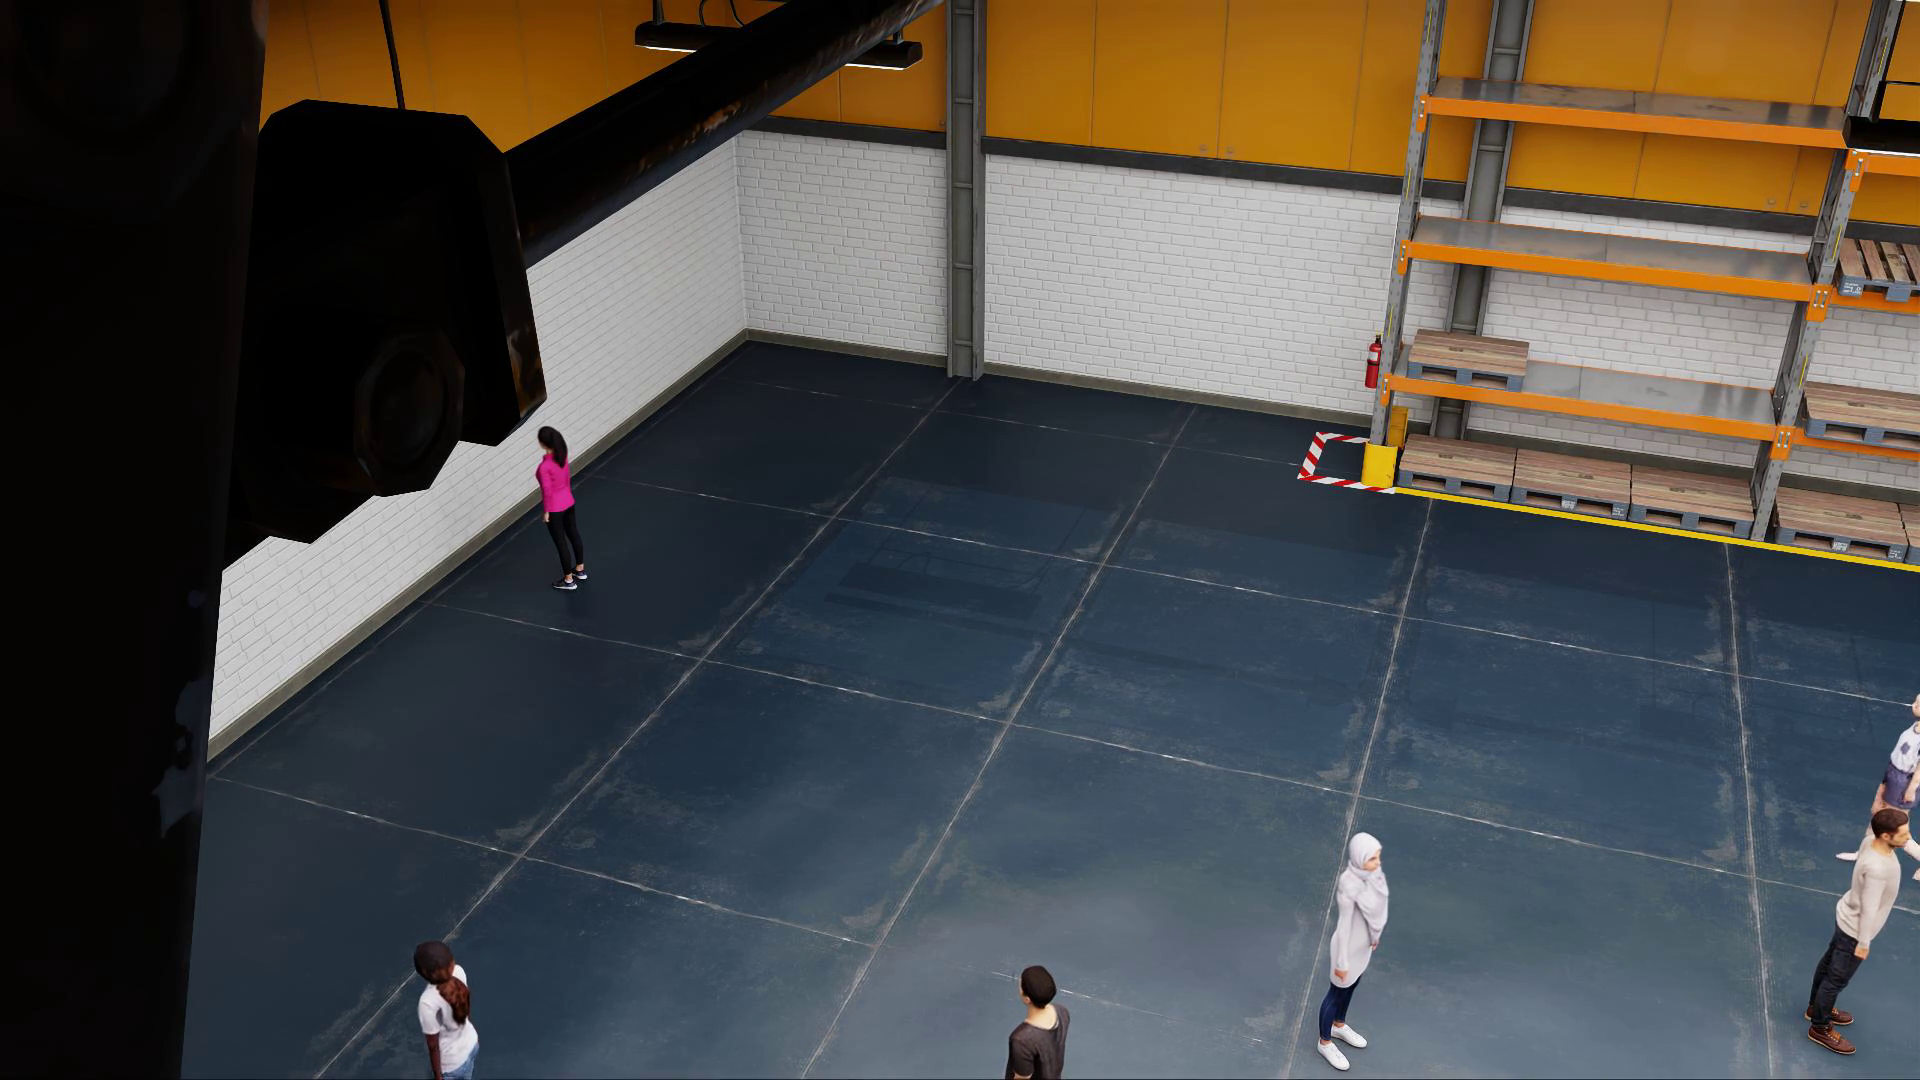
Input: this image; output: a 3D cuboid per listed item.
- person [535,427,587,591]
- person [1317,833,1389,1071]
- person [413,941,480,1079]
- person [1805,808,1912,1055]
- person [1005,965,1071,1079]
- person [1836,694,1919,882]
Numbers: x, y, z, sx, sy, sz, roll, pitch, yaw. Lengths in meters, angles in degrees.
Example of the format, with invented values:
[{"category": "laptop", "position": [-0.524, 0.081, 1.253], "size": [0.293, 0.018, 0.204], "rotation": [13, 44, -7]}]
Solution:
[{"category": "person", "position": [-3.909, -0.326, 16.251], "size": [0.554, 1.699, 0.580], "rotation": [11, 31, 20]}, {"category": "person", "position": [2.537, 2.624, 10.763], "size": [0.646, 1.775, 0.679], "rotation": [23, 36, 35]}, {"category": "person", "position": [-2.969, 3.097, 9.958], "size": [0.732, 1.717, 0.608], "rotation": [9, 30, 15]}, {"category": "person", "position": [5.866, 2.507, 10.882], "size": [0.573, 1.867, 0.670], "rotation": [12, 31, 21]}, {"category": "person", "position": [0.447, 3.198, 9.773], "size": [0.662, 1.717, 0.685], "rotation": [21, 35, 33]}, {"category": "person", "position": [7.091, 1.833, 12.364], "size": [0.857, 1.633, 0.602], "rotation": [11, 30, 19]}]
